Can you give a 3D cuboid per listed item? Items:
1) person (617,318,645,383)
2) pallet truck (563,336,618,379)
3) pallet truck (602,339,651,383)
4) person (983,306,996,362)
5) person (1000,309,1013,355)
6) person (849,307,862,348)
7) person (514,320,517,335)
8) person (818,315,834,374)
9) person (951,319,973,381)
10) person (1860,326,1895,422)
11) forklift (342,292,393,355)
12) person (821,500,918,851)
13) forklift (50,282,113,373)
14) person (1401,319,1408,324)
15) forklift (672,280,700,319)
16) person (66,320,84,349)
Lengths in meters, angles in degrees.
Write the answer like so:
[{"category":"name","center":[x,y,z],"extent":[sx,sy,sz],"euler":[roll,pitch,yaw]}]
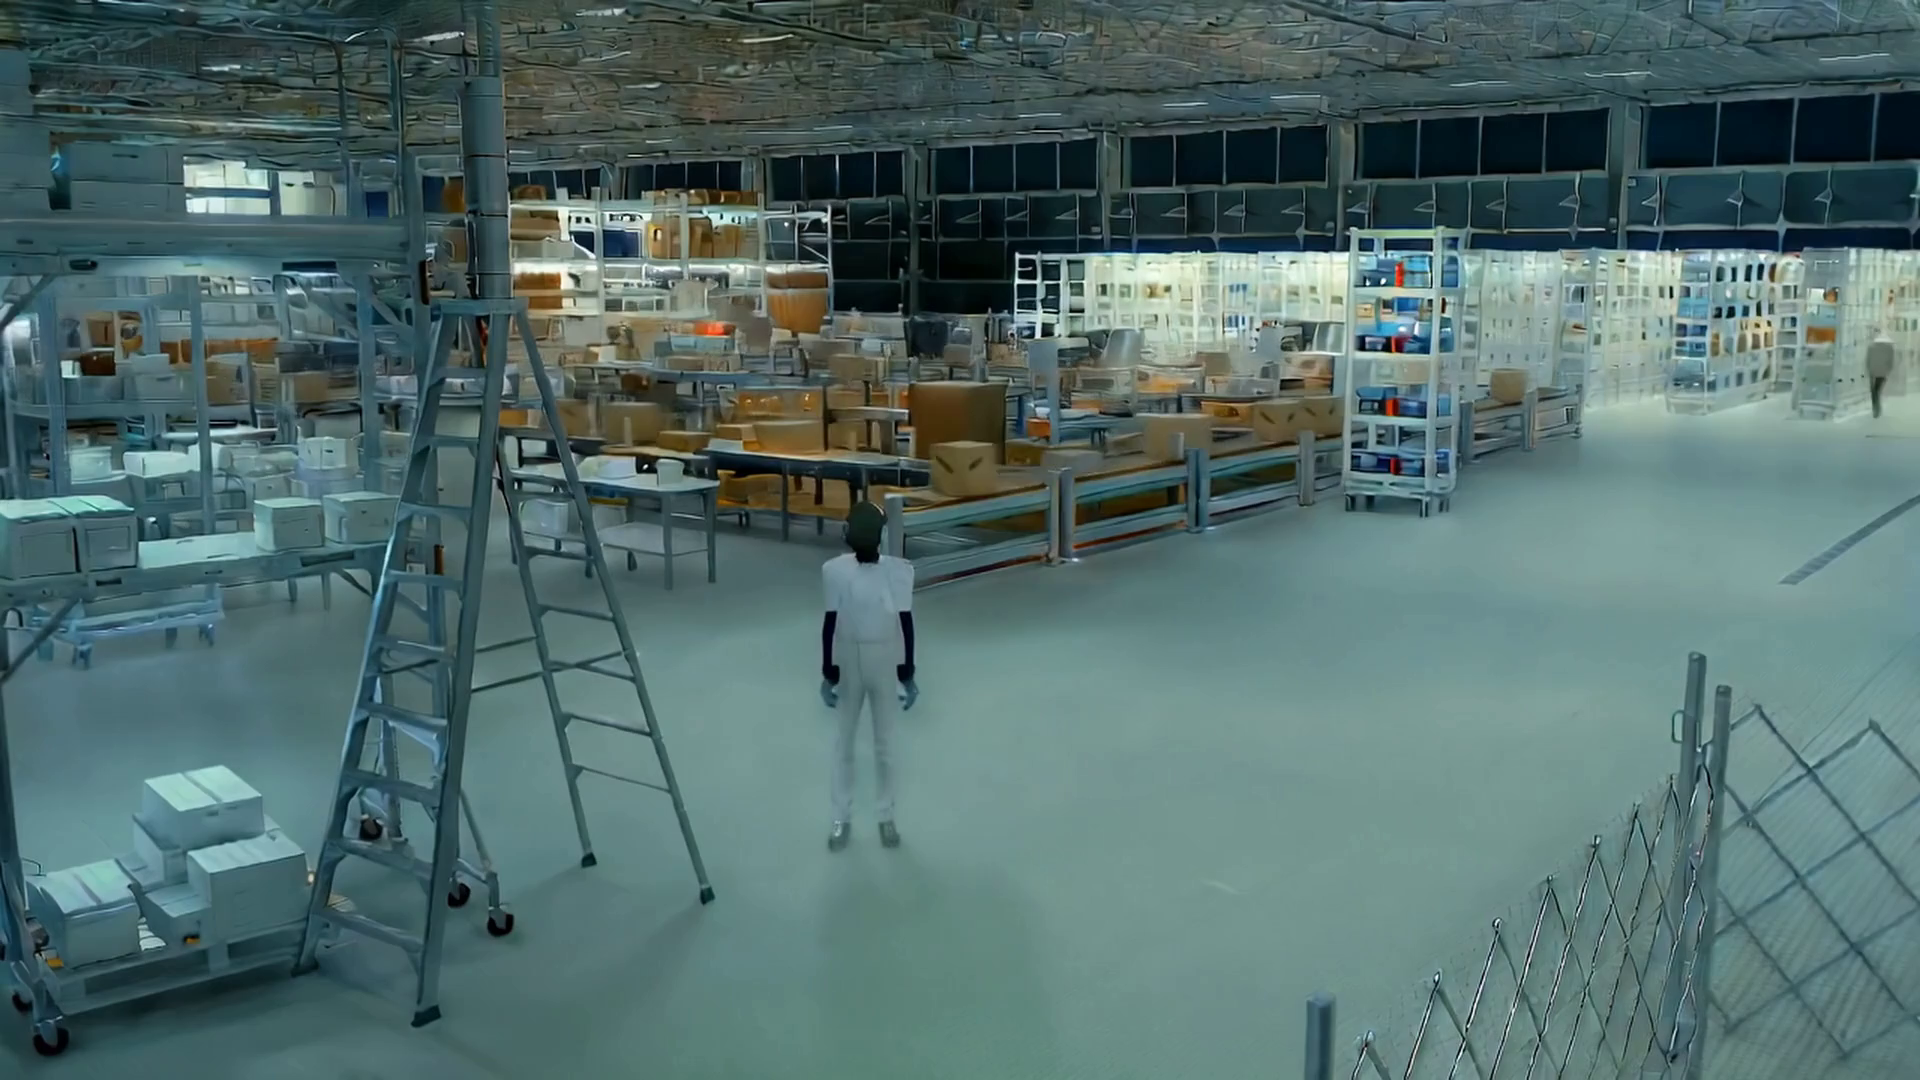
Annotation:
[{"category":"person","center":[-8.374,-4.659,42.074],"extent":[0.785,1.928,0.610],"euler":[6,11,33]},{"category":"pallet truck","center":[-10.690,-5.294,48.215],"extent":[1.601,1.201,0.680],"euler":[-5,10,-26]},{"category":"pallet truck","center":[-8.991,-4.871,45.351],"extent":[0.653,1.274,1.630],"euler":[7,11,37]},{"category":"person","center":[0.978,-7.077,57.233],"extent":[0.400,1.907,0.645],"euler":[4,10,24]},{"category":"person","center":[1.739,-7.723,61.808],"extent":[0.485,1.735,0.346],"euler":[-2,9,-13]},{"category":"person","center":[-4.261,-8.694,67.979],"extent":[0.579,1.694,0.850],"euler":[-3,10,-19]},{"category":"person","center":[-16.102,-7.467,59.668],"extent":[0.408,1.908,0.643],"euler":[-4,10,-24]},{"category":"person","center":[-3.818,-5.545,47.898],"extent":[0.403,1.833,0.591],"euler":[-9,12,-43]},{"category":"person","center":[0.057,-5.087,45.159],"extent":[0.591,1.806,0.866],"euler":[-1,9,-7]},{"category":"person","center":[18.634,-3.366,33.842],"extent":[0.525,1.973,0.651],"euler":[-4,10,-21]},{"category":"forklift","center":[-16.485,-5.622,45.120],"extent":[1.129,2.768,1.873],"euler":[7,11,37]},{"category":"person","center":[-0.478,0.709,8.765],"extent":[0.514,1.866,0.332],"euler":[-1,9,-3]},{"category":"forklift","center":[-22.887,-5.252,42.809],"extent":[1.873,2.768,1.129],"euler":[4,10,23]},{"category":"person","center":[12.366,-5.234,46.157],"extent":[0.657,1.777,0.754],"euler":[-1,9,-9]},{"category":"forklift","center":[-9.025,-7.198,54.956],"extent":[1.873,2.768,1.129],"euler":[7,11,37]},{"category":"person","center":[-22.659,-4.709,42.659],"extent":[0.991,1.844,0.736],"euler":[-4,10,-23]}]
